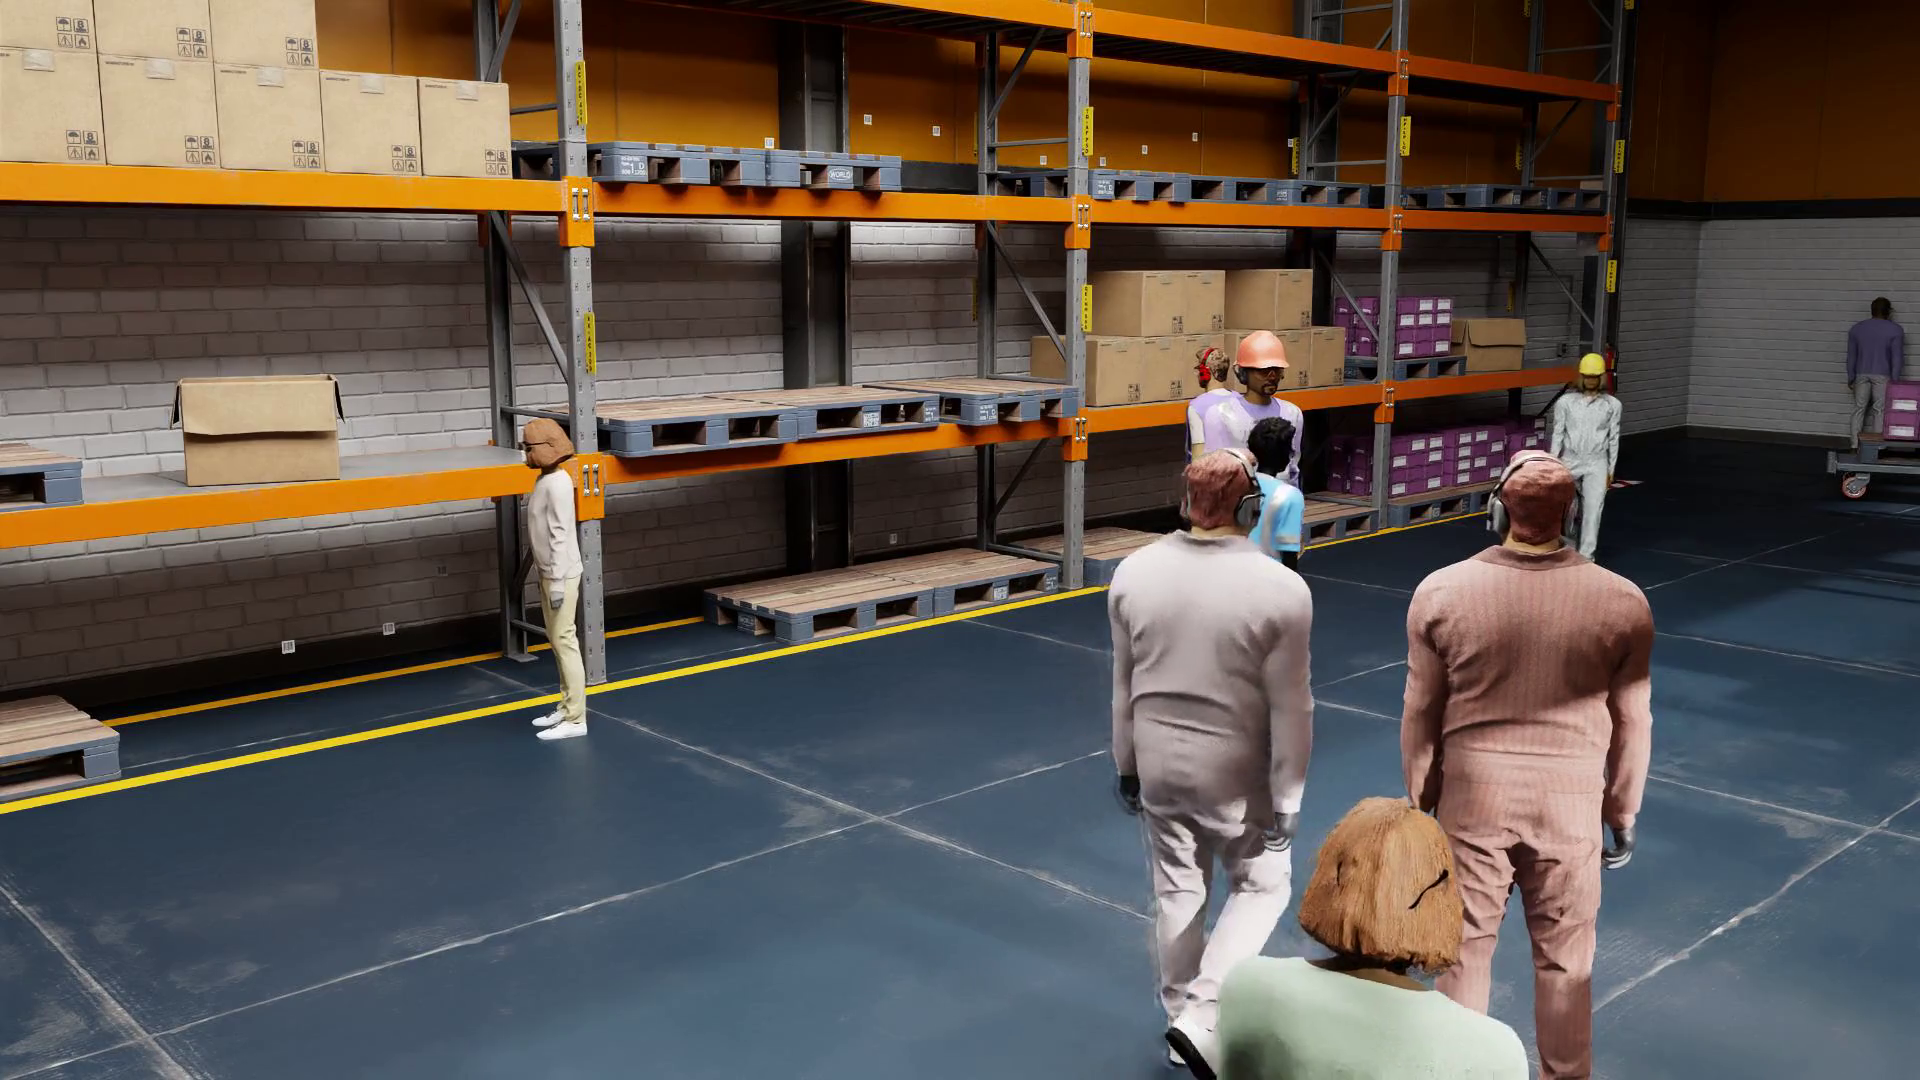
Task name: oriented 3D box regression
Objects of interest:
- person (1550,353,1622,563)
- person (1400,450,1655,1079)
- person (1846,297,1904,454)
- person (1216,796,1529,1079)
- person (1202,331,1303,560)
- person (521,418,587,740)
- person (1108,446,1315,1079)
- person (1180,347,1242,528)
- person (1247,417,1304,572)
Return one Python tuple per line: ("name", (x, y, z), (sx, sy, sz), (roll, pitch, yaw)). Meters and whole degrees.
("person", (4.782, -0.586, 12.741), (0.489, 1.714, 0.842), (4, 10, 20))
("person", (1.544, 0.705, 4.588), (0.648, 1.913, 0.409), (3, 10, 15))
("person", (11.117, -1.982, 20.252), (0.375, 1.936, 0.628), (-8, 13, -39))
("person", (0.676, 1.176, 2.705), (0.521, 1.600, 0.764), (6, 12, 33))
("person", (1.562, -0.077, 8.786), (0.605, 2.044, 0.374), (-5, 11, -26))
("person", (-2.062, 0.192, 8.433), (0.282, 1.625, 0.494), (-4, 11, -24))
("person", (0.709, 0.676, 4.832), (0.646, 1.892, 0.515), (6, 12, 33))
("person", (1.649, -0.321, 10.789), (0.377, 1.844, 0.570), (9, 13, 41))
("person", (1.408, 0.258, 7.883), (0.400, 1.681, 0.547), (-8, 12, -38))
